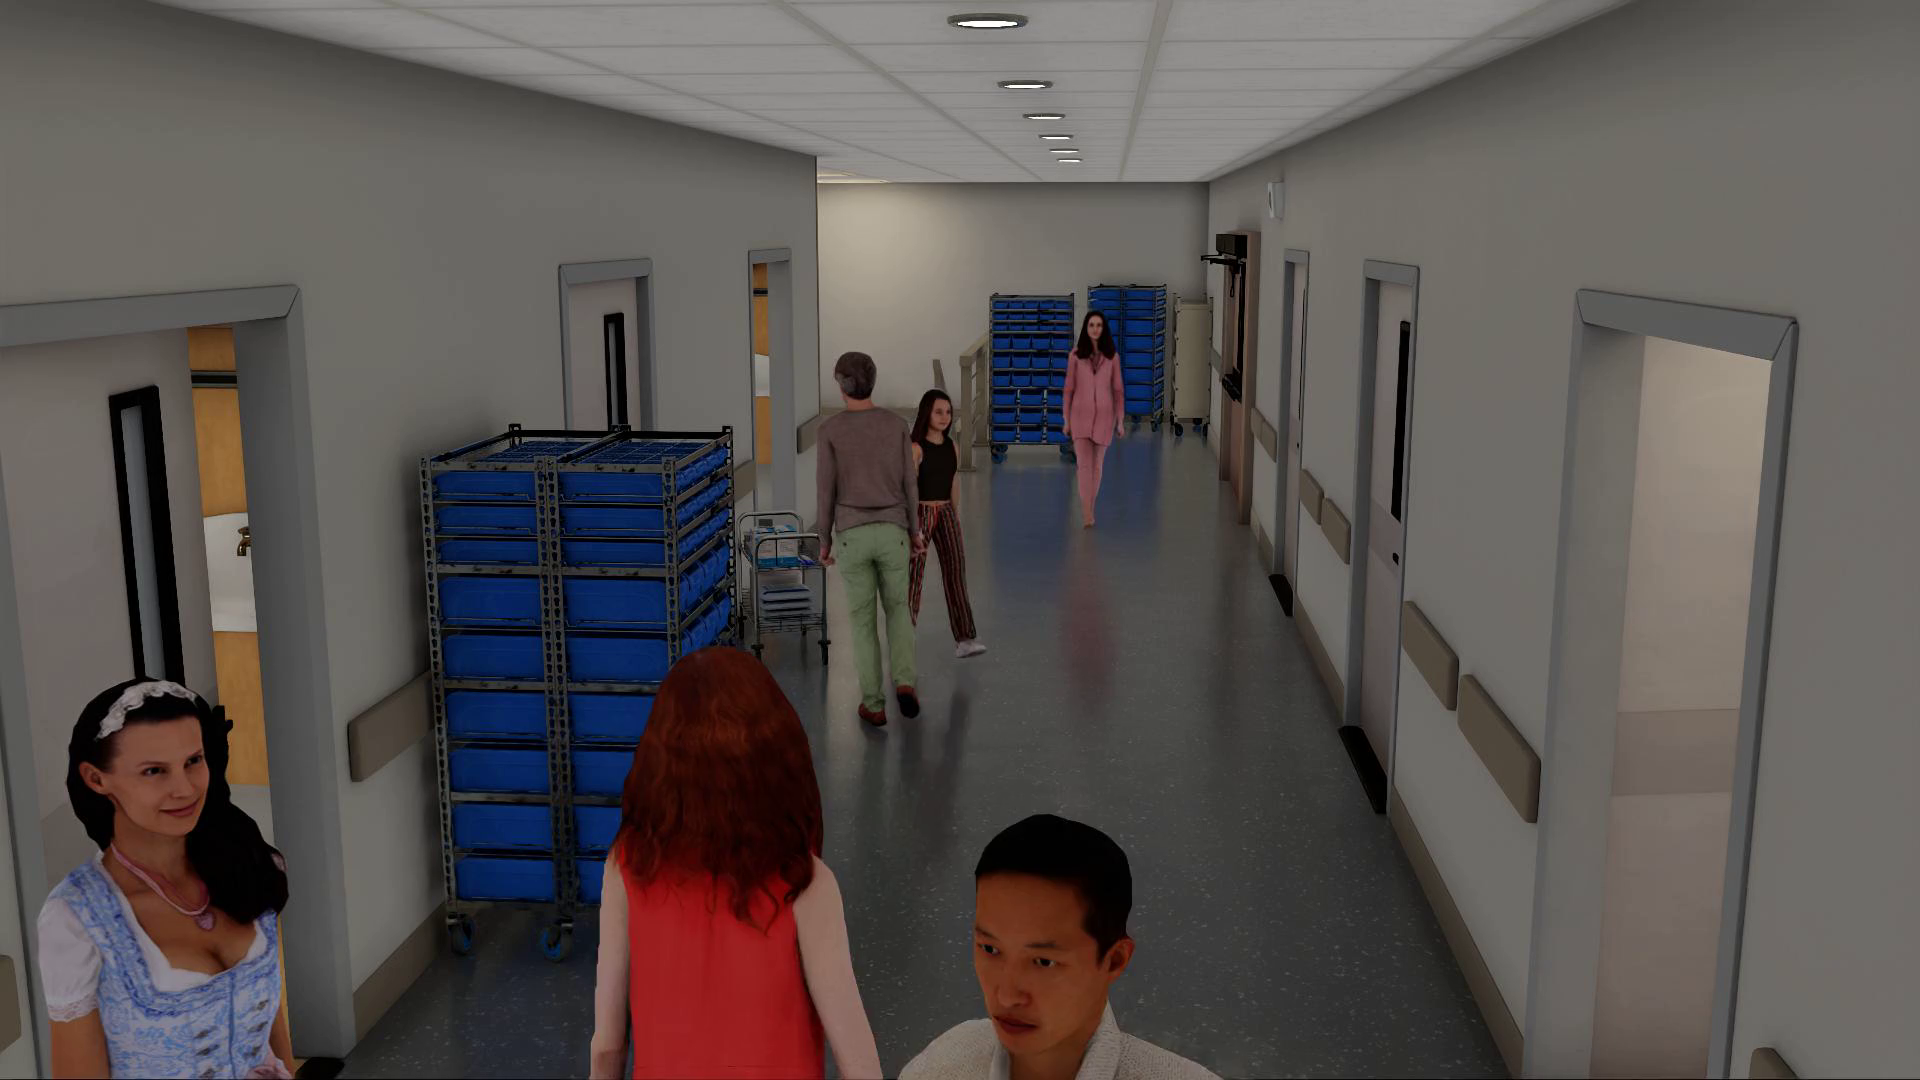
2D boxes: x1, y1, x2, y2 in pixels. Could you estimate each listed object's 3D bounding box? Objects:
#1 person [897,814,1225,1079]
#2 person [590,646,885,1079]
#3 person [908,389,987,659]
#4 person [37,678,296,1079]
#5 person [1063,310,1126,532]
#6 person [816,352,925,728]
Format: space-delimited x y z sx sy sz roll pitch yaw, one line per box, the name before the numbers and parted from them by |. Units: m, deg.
person | 0.191 1.195 2.148 0.908 1.787 1.205 5 12 23
person | -0.413 1.097 2.630 0.772 1.801 0.883 4 12 22
person | -0.226 -0.088 9.628 0.967 1.520 1.152 -6 12 -29
person | -1.208 1.092 2.615 0.878 1.816 0.797 6 12 27
person | 1.084 -0.968 13.594 0.708 1.769 1.031 0 11 -1
person | -0.419 0.036 8.086 0.811 1.852 0.866 -2 11 -13
